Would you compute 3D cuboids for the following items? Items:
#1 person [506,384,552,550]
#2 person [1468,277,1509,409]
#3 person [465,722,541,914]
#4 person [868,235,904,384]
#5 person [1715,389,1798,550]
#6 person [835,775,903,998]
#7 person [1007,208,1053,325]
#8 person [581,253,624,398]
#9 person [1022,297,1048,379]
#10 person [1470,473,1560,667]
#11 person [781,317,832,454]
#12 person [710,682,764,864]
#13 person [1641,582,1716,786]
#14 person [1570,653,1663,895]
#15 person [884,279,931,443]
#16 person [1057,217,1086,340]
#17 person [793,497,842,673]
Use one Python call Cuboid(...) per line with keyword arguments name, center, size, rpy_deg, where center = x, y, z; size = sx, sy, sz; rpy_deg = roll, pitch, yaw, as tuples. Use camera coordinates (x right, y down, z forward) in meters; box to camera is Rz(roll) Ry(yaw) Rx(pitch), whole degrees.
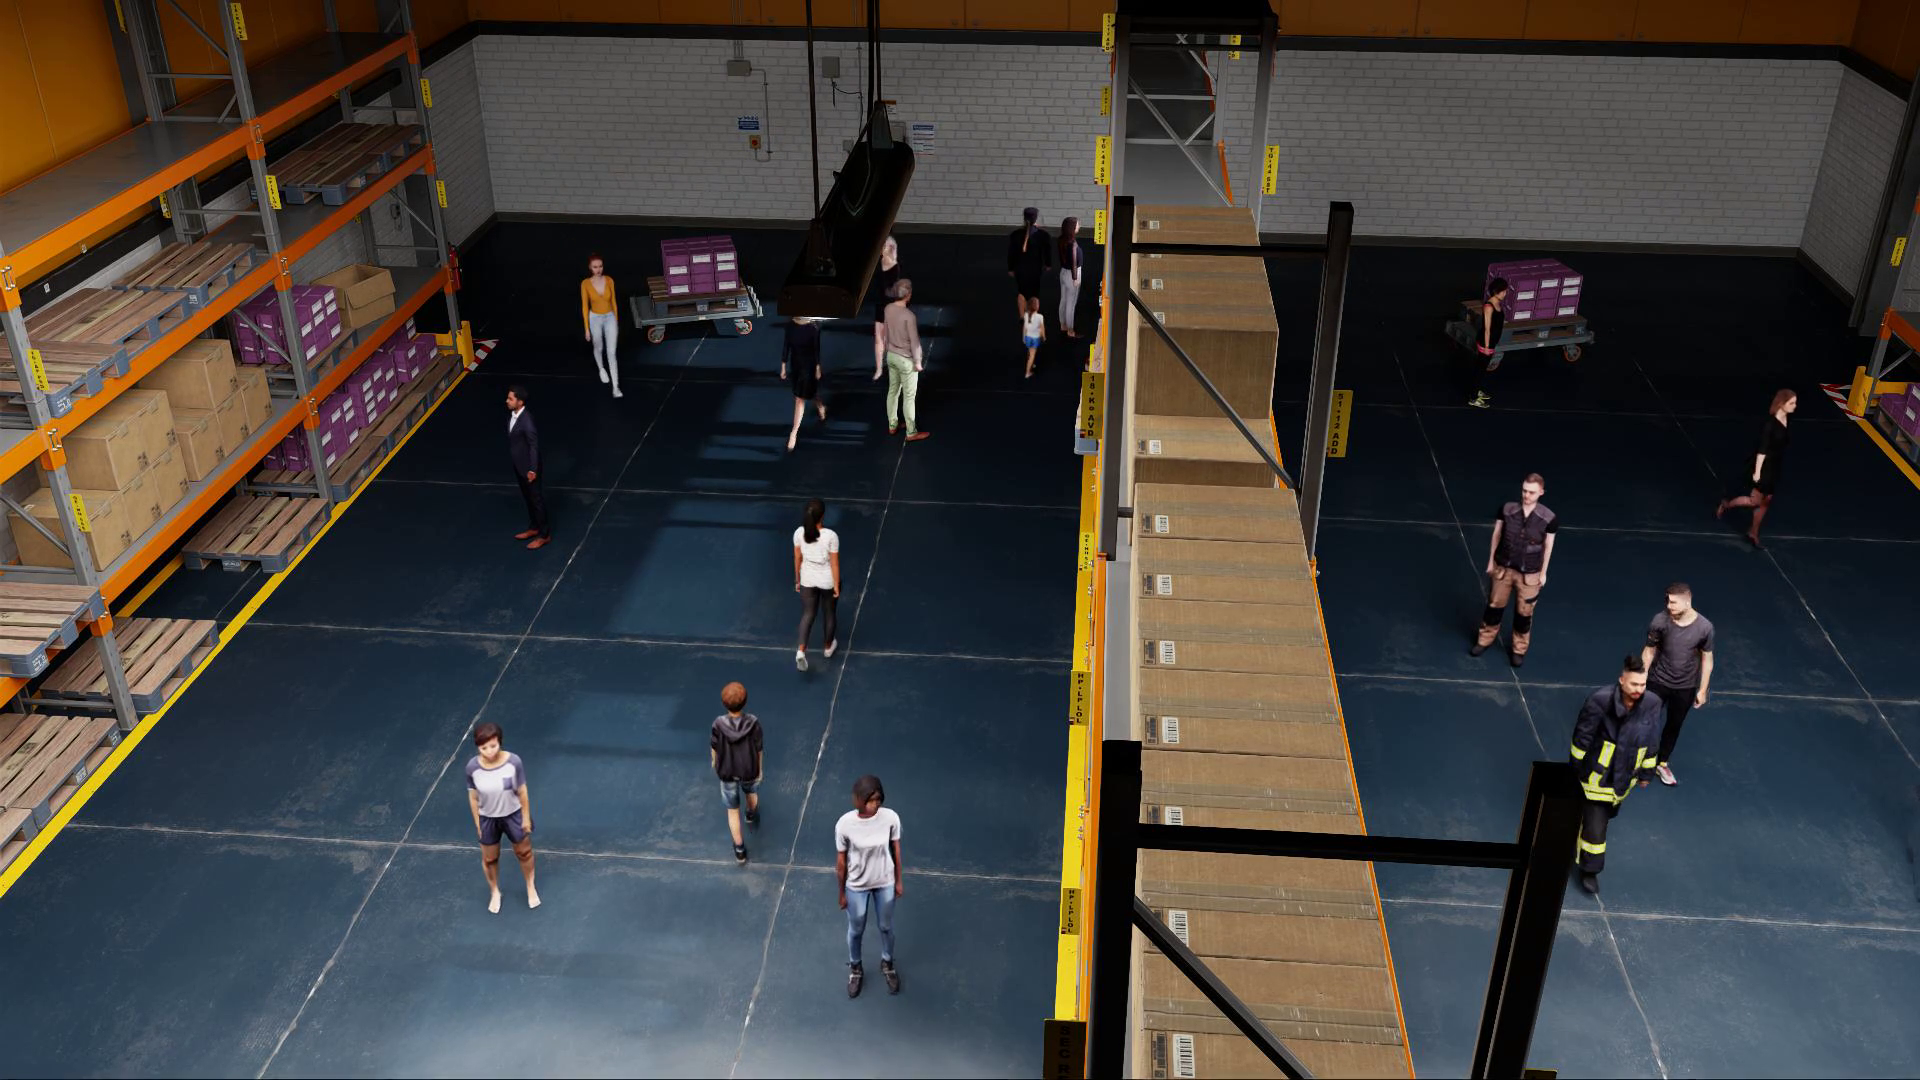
Cuboid(name="person", center=(-4.285, -0.748, 16.501), size=(0.764, 1.727, 0.691), rpy_deg=(-20, 34, -32))
Cuboid(name="person", center=(6.219, -2.356, 19.630), size=(0.655, 1.552, 0.524), rpy_deg=(10, 30, 18))
Cuboid(name="person", center=(-3.243, 1.936, 11.751), size=(0.619, 1.564, 0.615), rpy_deg=(-7, 29, -12))
Cuboid(name="person", center=(-0.787, -2.815, 20.208), size=(0.970, 1.805, 1.138), rpy_deg=(22, 36, 35))
Cuboid(name="person", center=(7.916, -0.728, 16.502), size=(0.852, 1.691, 0.932), rpy_deg=(-18, 33, -30))
Cuboid(name="person", center=(-0.593, 2.269, 10.972), size=(0.648, 1.724, 0.632), rpy_deg=(-3, 29, -6))
Cuboid(name="person", center=(0.883, -3.431, 21.495), size=(0.730, 1.655, 0.744), rpy_deg=(4, 29, 8))
Cuboid(name="person", center=(-4.313, -2.585, 19.906), size=(1.005, 1.691, 1.271), rpy_deg=(-12, 31, -21))
Cuboid(name="person", center=(0.880, -2.475, 20.430), size=(0.596, 0.995, 0.775), rpy_deg=(15, 32, 25))
Cuboid(name="person", center=(4.902, 0.231, 14.587), size=(0.767, 1.841, 0.745), rpy_deg=(15, 32, 26))
Cuboid(name="person", center=(-1.723, -1.916, 18.671), size=(0.875, 1.699, 1.248), rpy_deg=(13, 31, 22))
Cuboid(name="person", center=(-1.643, 1.734, 12.277), size=(0.686, 1.414, 0.968), rpy_deg=(-4, 29, -8))
Cuboid(name="person", center=(5.612, 1.120, 13.058), size=(0.724, 1.745, 0.658), rpy_deg=(3, 29, 5))
Cuboid(name="person", center=(4.726, 1.579, 12.124), size=(0.795, 1.833, 1.132), rpy_deg=(0, 29, 0))
Cuboid(name="person", center=(-0.648, -2.026, 18.696), size=(0.780, 1.868, 0.819), rpy_deg=(25, 37, 38))
Cuboid(name="person", center=(1.438, -3.394, 21.476), size=(0.737, 1.608, 0.617), rpy_deg=(-10, 30, -17))
Cuboid(name="person", center=(-1.255, 0.408, 14.483), size=(0.667, 1.629, 0.982), rpy_deg=(7, 29, 13))
